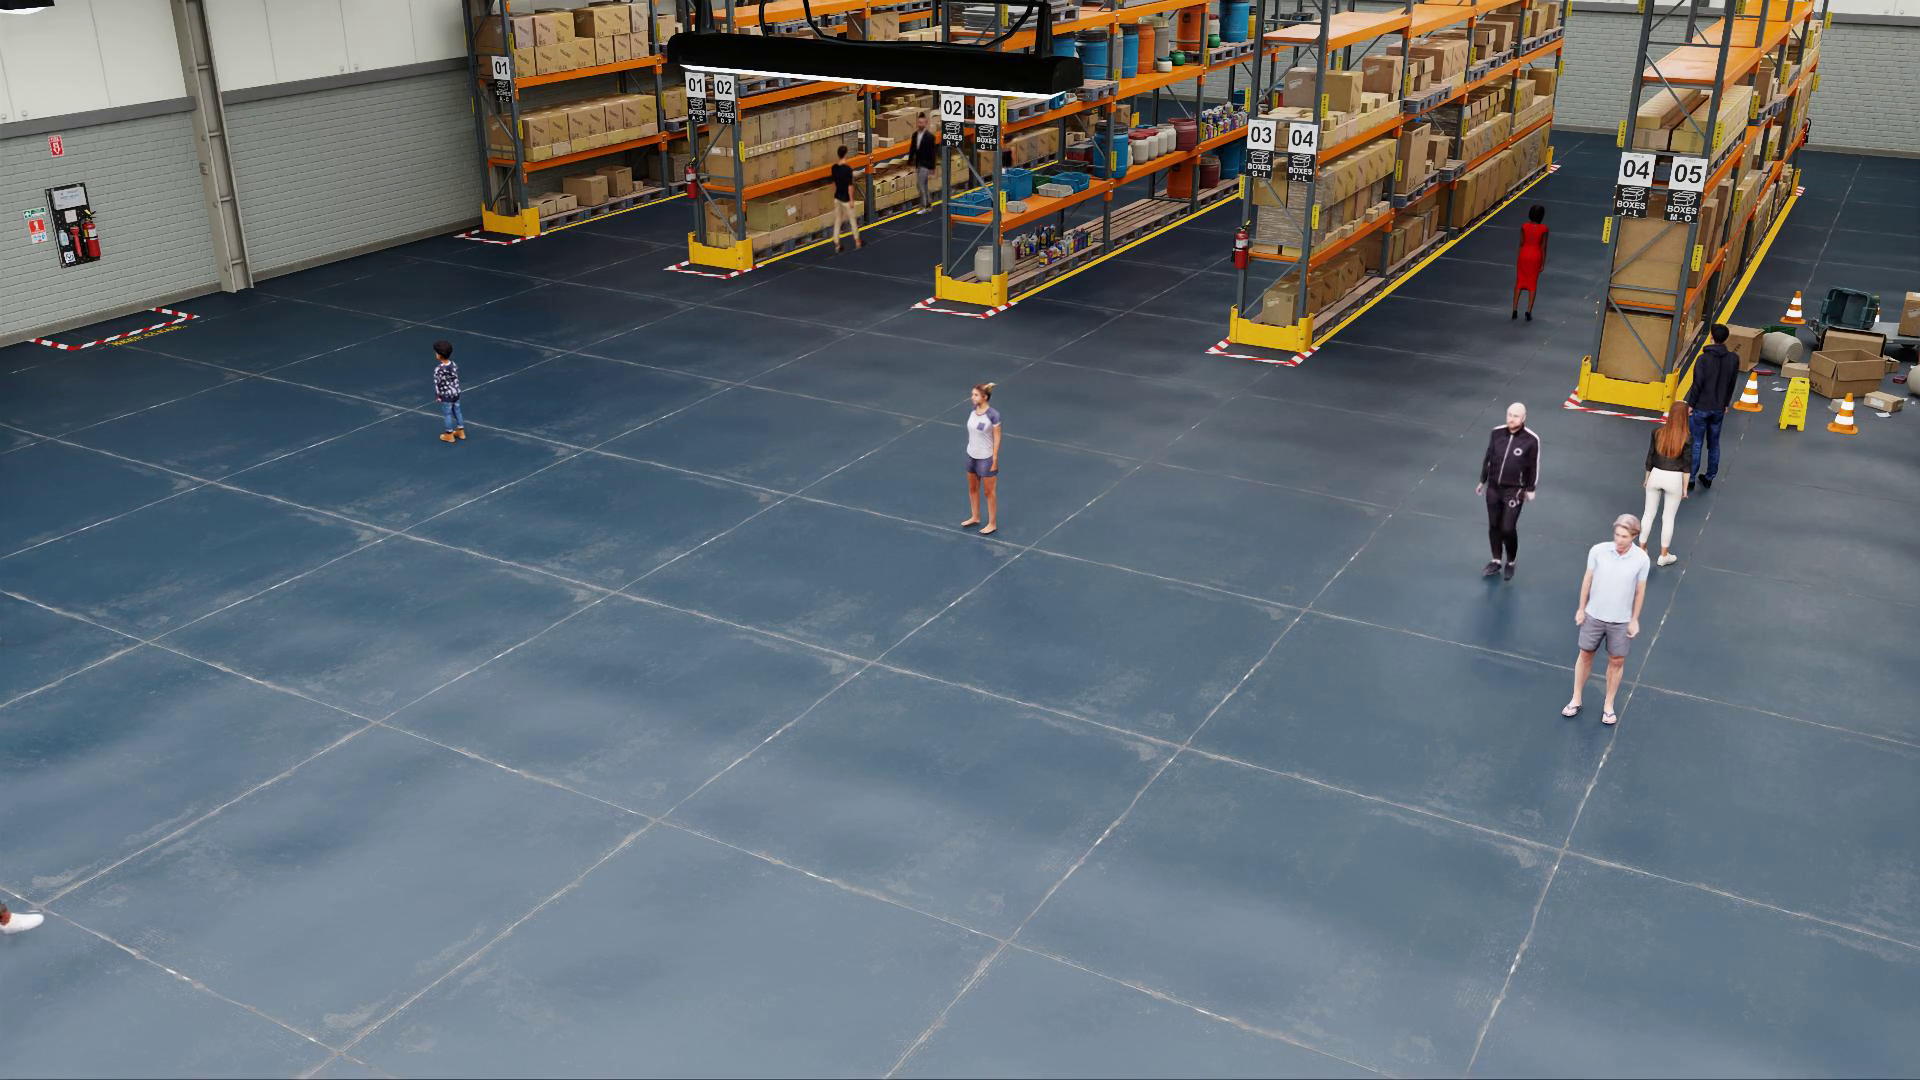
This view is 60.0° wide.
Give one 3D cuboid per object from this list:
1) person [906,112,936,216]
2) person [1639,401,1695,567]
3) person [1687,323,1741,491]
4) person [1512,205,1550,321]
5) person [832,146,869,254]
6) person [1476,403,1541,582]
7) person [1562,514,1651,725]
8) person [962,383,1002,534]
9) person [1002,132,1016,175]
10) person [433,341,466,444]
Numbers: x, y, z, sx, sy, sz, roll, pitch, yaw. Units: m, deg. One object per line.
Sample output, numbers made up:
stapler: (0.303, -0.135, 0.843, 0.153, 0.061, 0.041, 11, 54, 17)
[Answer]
person: (-0.636, -7.290, 32.164, 0.888, 1.933, 0.827, -19, 29, -37)
person: (7.080, -0.581, 16.682, 0.626, 1.704, 0.572, 18, 29, 37)
person: (8.367, -1.489, 18.574, 0.761, 1.893, 0.792, -3, 23, -7)
person: (8.612, -4.195, 25.132, 0.549, 1.742, 0.487, 12, 26, 26)
person: (-2.089, -5.937, 29.116, 0.706, 1.830, 0.965, 15, 27, 32)
person: (5.425, -0.511, 16.369, 0.751, 1.820, 0.737, 21, 31, 40)
person: (5.357, 0.616, 13.707, 0.654, 1.829, 0.556, 12, 26, 26)
person: (0.236, -0.873, 17.472, 0.593, 1.624, 0.632, -21, 30, -39)
person: (0.839, -7.107, 32.252, 0.540, 1.528, 0.785, 12, 26, 25)
person: (-6.196, -1.809, 20.148, 0.571, 1.252, 0.454, 16, 28, 33)
